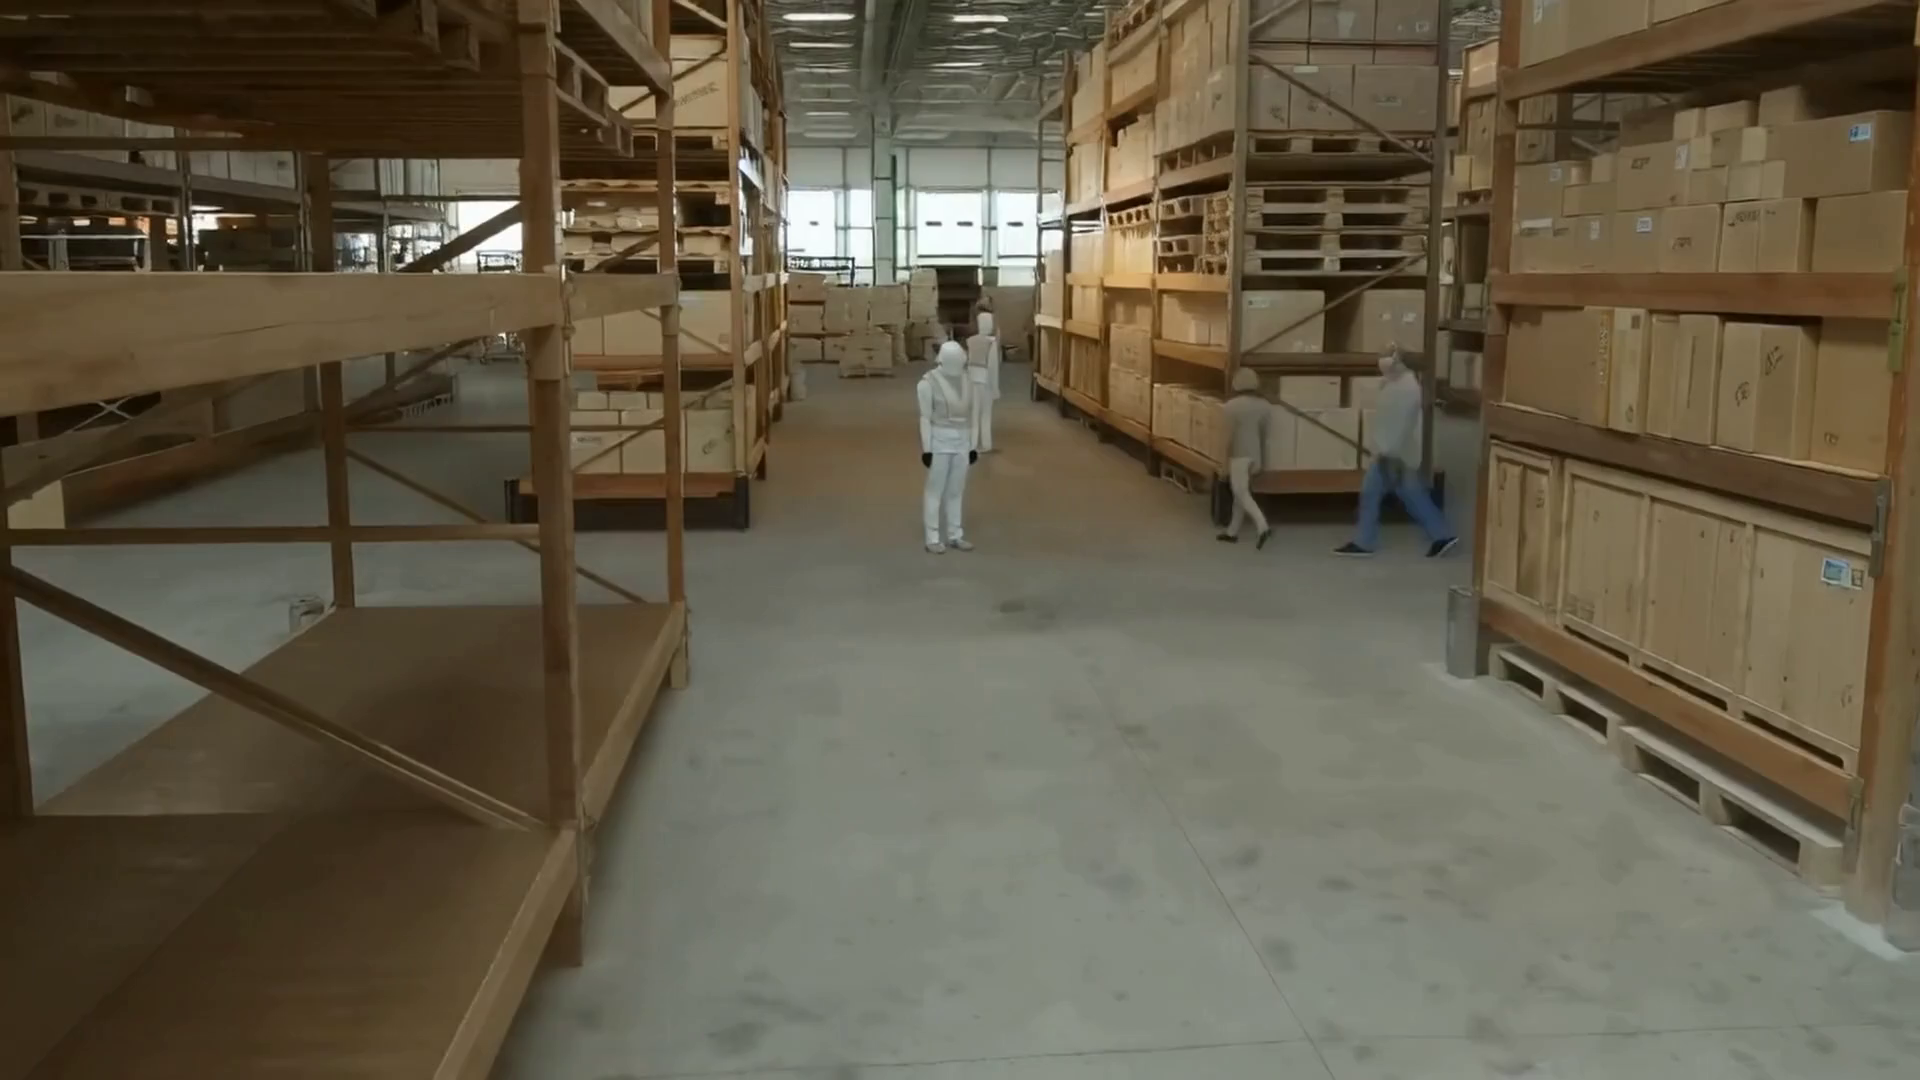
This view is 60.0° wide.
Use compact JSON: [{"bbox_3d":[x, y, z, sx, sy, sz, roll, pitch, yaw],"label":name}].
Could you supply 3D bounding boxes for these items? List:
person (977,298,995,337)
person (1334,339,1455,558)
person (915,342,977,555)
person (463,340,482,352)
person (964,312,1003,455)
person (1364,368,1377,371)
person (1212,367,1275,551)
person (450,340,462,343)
[{"bbox_3d":[0.601,-4.862,39.844,0.521,1.865,0.328,-6,11,-34],"label":"person"},{"bbox_3d":[3.740,-0.769,14.130,0.931,1.870,0.640,0,9,-2],"label":"person"},{"bbox_3d":[-0.088,-0.796,14.409,0.623,1.837,0.430,-8,12,-40],"label":"person"},{"bbox_3d":[-15.246,-6.777,52.000,1.099,1.843,0.572,6,11,31],"label":"person"},{"bbox_3d":[0.291,-2.098,22.338,0.398,1.913,0.589,-8,12,-40],"label":"person"},{"bbox_3d":[6.990,-2.978,28.793,0.533,1.619,0.594,-1,9,-5],"label":"person"},{"bbox_3d":[2.541,-0.718,14.629,0.510,1.606,0.752,-6,11,-35],"label":"person"},{"bbox_3d":[-17.895,-7.872,58.913,0.801,1.811,0.622,4,10,22],"label":"person"}]
